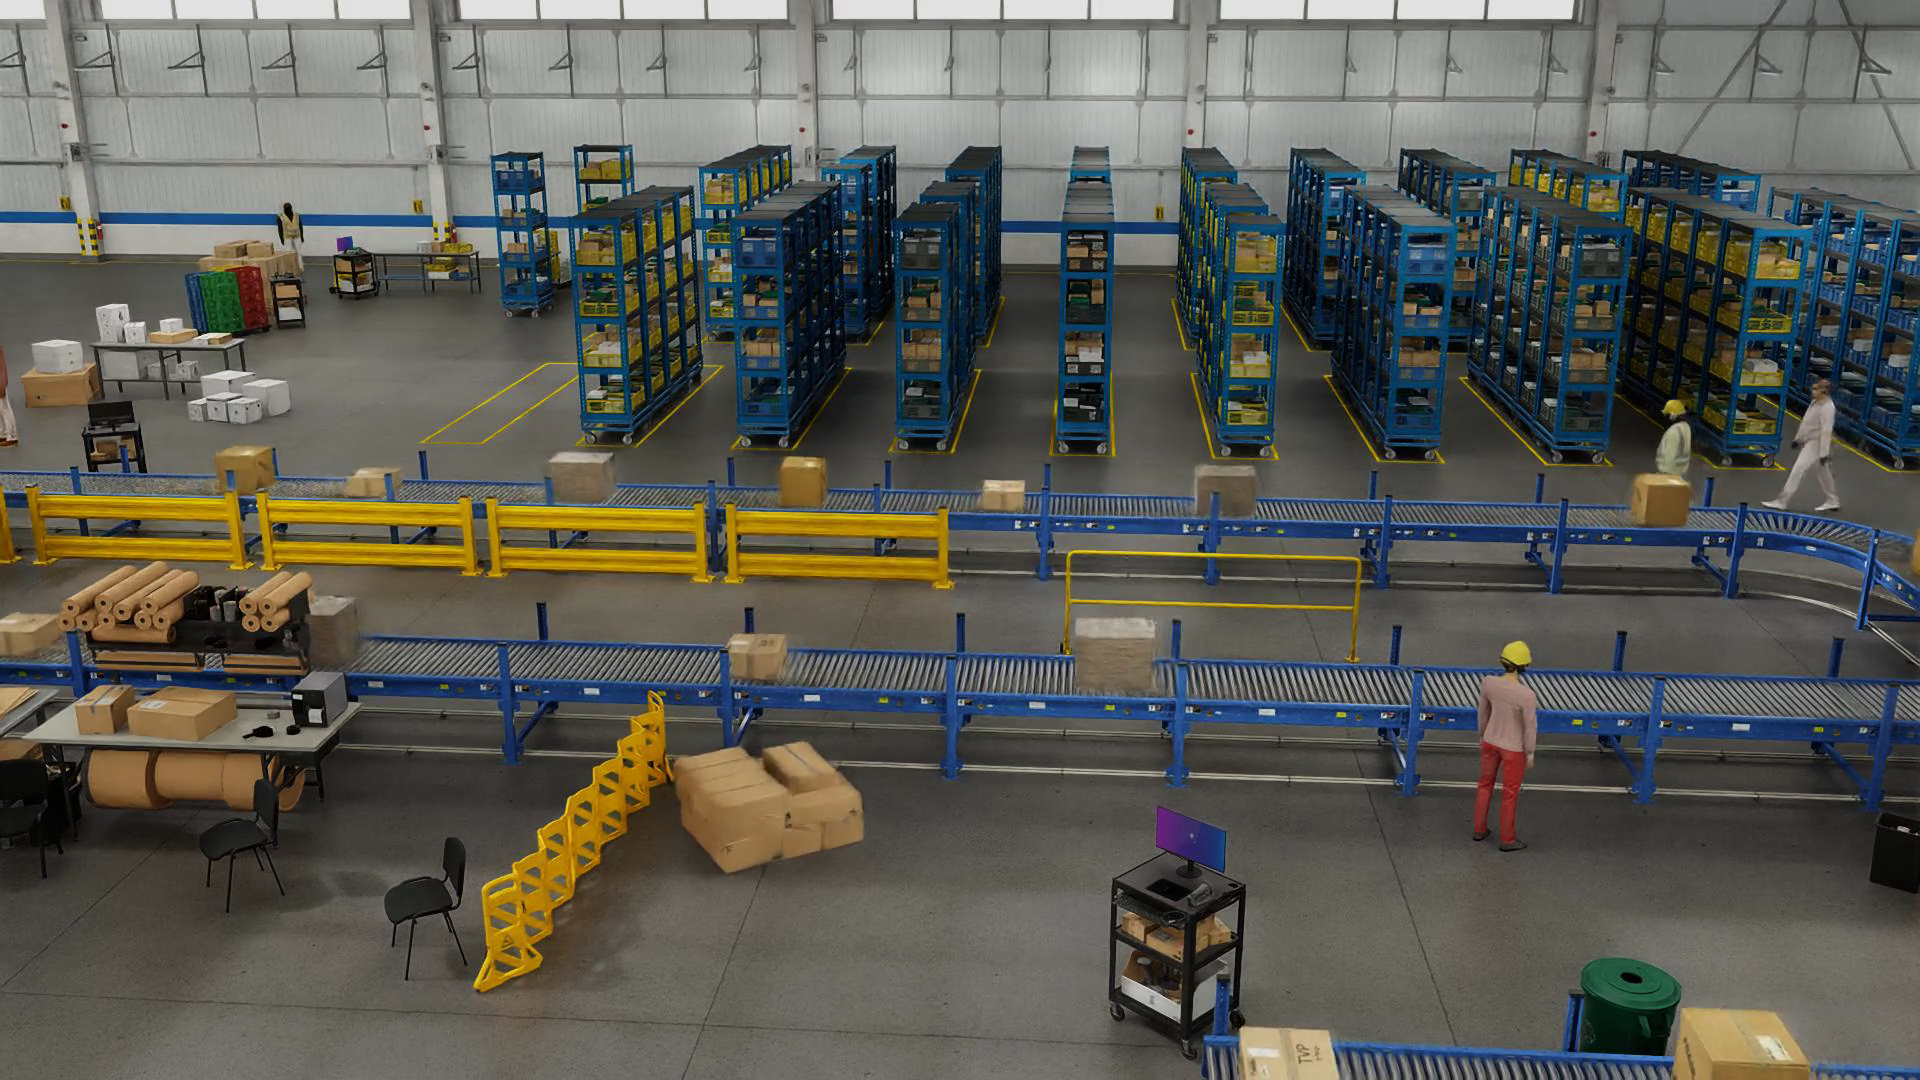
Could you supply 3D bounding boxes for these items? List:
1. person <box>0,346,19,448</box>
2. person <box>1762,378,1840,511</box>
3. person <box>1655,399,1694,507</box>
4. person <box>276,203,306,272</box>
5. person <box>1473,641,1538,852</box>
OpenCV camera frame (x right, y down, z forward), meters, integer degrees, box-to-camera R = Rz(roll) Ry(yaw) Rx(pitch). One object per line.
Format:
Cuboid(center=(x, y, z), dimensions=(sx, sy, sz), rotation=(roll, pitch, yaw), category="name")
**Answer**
Cuboid(center=(-15.106, -2.439, 26.030), dimensions=(0.612, 1.997, 0.376), rotation=(12, 21, 33), category="person")
Cuboid(center=(11.597, -1.287, 22.615), dimensions=(0.992, 1.856, 0.642), rotation=(6, 19, 20), category="person")
Cuboid(center=(9.286, -0.956, 21.688), dimensions=(0.945, 1.786, 0.603), rotation=(16, 23, 41), category="person")
Cuboid(center=(-17.656, -7.987, 43.917), dimensions=(0.635, 1.831, 0.429), rotation=(-15, 23, -39), category="person")
Cuboid(center=(4.410, 1.653, 13.425), dimensions=(0.308, 1.769, 0.524), rotation=(-13, 22, -36), category="person")
